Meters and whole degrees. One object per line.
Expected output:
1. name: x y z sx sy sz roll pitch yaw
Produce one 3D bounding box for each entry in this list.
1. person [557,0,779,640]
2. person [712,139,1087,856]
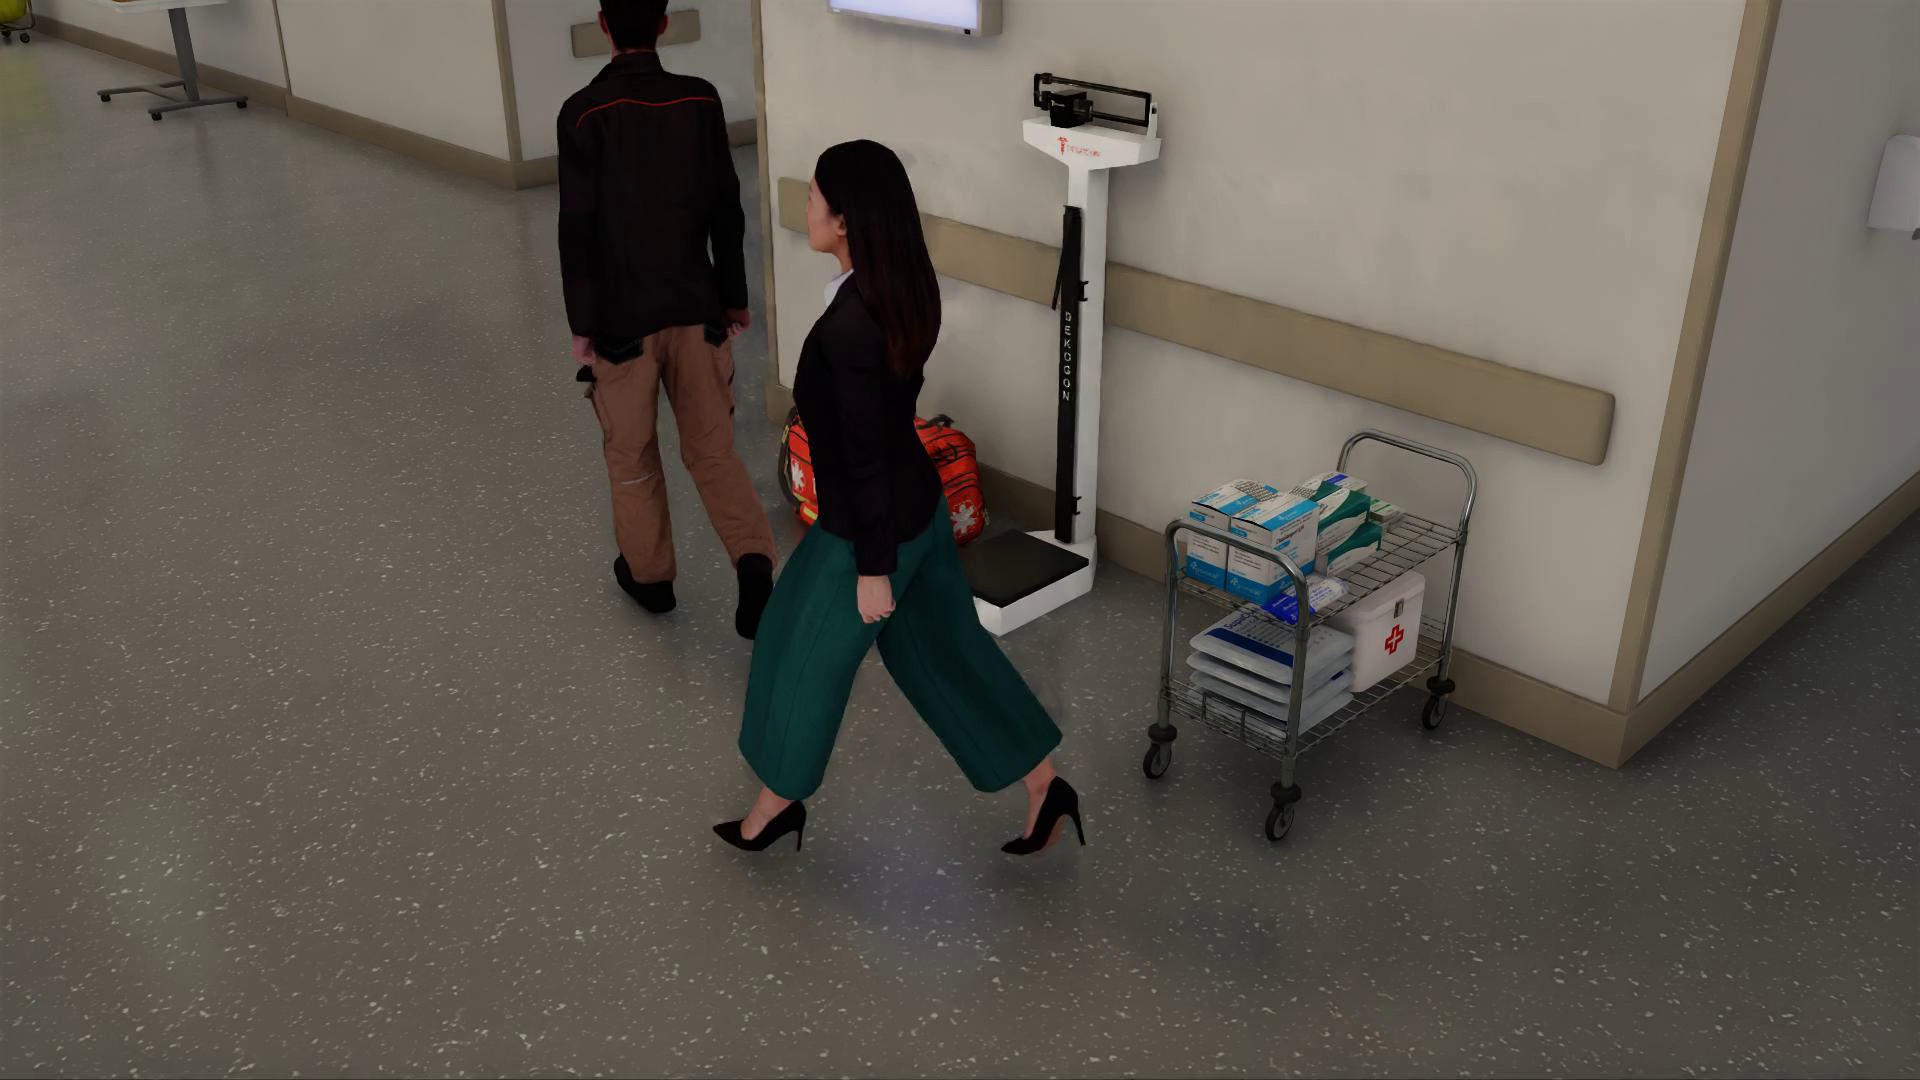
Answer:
1. person: -0.813 -0.588 4.644 0.836 1.905 1.134 -16 30 -30
2. person: -0.083 0.029 3.603 1.212 1.697 0.993 7 27 14
